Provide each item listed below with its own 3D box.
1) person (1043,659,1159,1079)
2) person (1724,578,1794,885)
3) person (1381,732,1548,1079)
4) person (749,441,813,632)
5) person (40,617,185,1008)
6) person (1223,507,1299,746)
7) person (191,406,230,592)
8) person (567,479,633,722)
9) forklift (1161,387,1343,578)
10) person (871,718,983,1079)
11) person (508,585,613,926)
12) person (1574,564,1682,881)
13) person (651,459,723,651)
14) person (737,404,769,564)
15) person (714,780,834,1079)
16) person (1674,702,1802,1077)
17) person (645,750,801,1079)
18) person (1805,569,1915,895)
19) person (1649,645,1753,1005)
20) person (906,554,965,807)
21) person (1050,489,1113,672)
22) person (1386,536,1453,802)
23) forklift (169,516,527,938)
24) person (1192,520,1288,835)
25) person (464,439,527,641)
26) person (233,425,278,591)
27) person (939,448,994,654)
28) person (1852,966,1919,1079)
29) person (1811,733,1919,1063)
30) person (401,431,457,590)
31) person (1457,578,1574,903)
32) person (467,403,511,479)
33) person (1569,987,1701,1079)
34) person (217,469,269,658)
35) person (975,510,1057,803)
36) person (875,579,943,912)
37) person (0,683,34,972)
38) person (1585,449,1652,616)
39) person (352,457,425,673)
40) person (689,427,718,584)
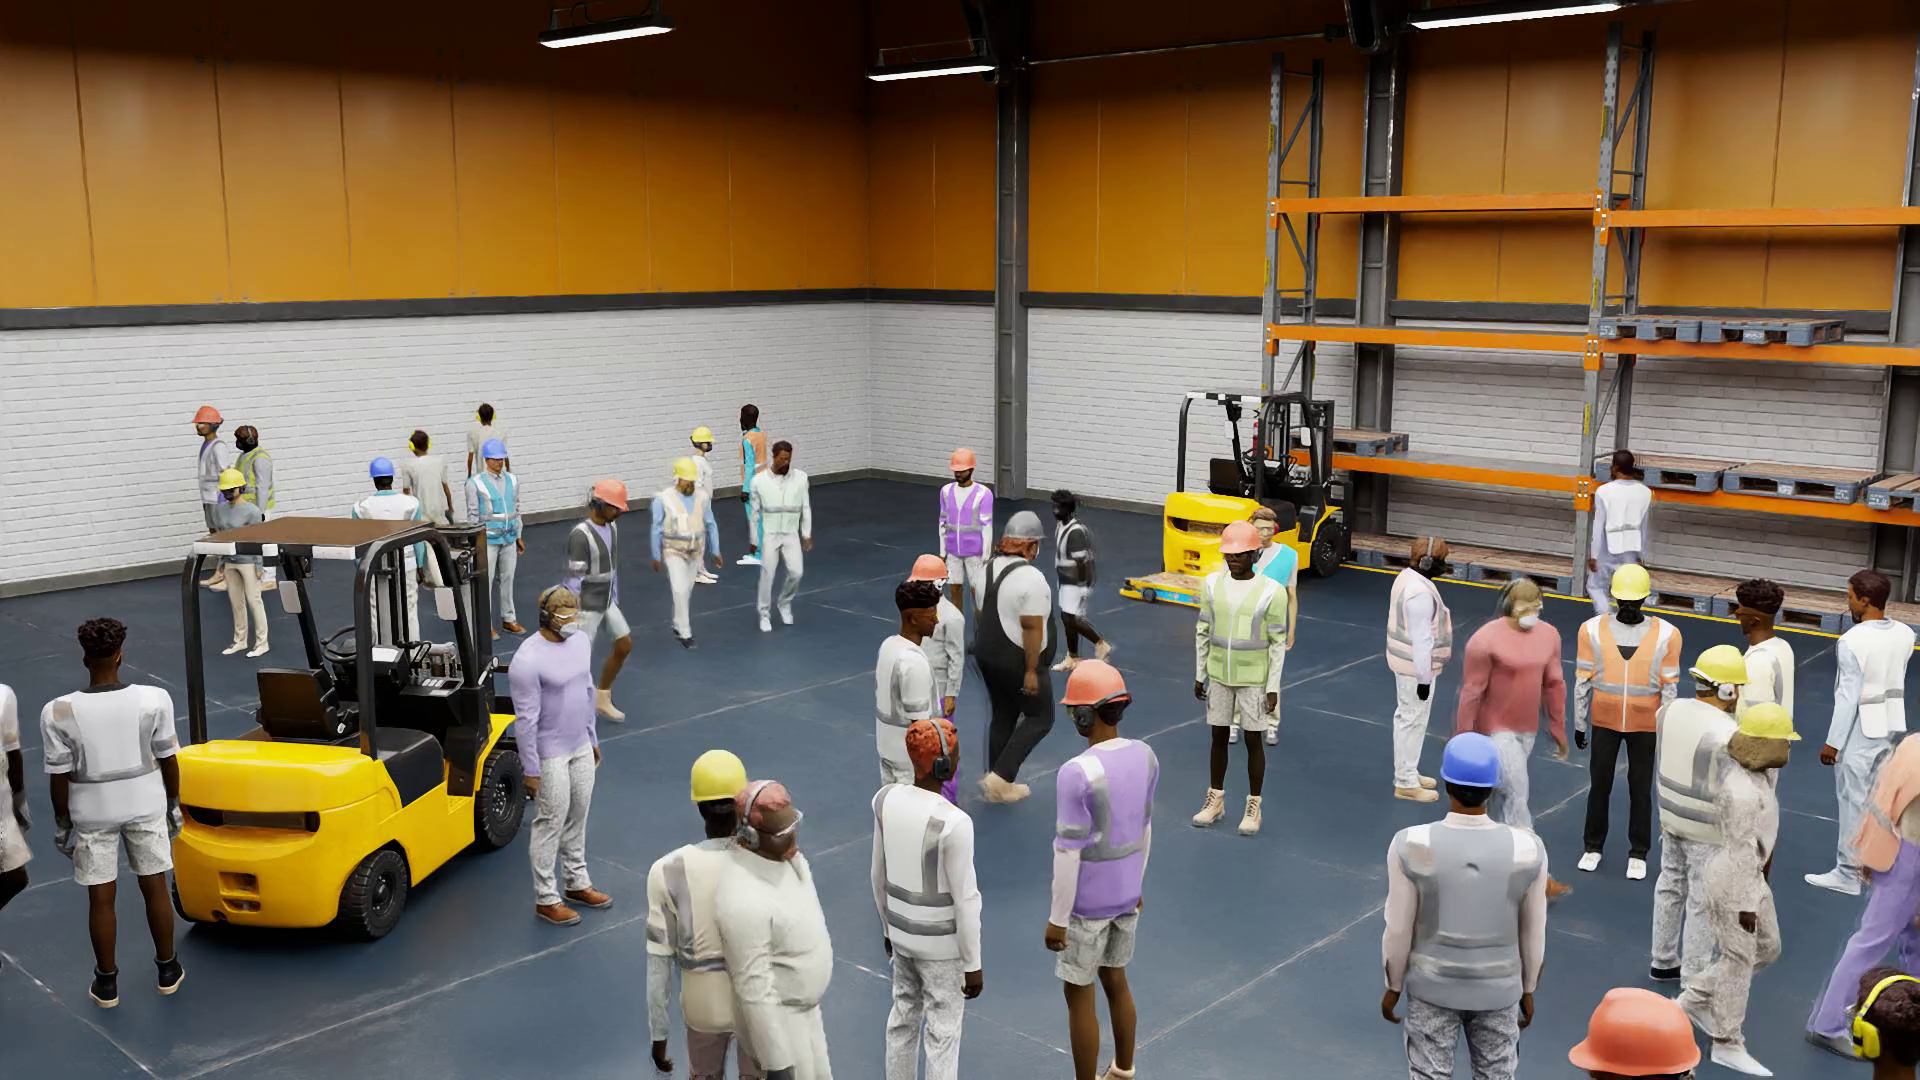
[{"bbox_3d":[0.582,1.514,7.162,0.410,2.029,0.619,9,13,40],"label":"person"},{"bbox_3d":[4.397,1.180,9.235,0.361,1.963,0.618,7,12,36],"label":"person"},{"bbox_3d":[1.918,1.692,6.374,0.605,1.949,0.402,1,10,7],"label":"person"},{"bbox_3d":[-1.775,-0.041,16.388,0.607,1.894,0.461,-4,11,-22],"label":"person"},{"bbox_3d":[-4.197,1.347,8.289,0.602,1.966,0.368,-6,12,-30],"label":"person"},{"bbox_3d":[2.271,0.649,12.650,0.575,1.833,0.392,2,10,10],"label":"person"},{"bbox_3d":[-8.229,-0.459,18.337,0.364,2.048,0.611,-9,13,-40],"label":"person"},{"bbox_3d":[-2.860,0.508,13.004,0.623,1.983,0.726,3,10,17],"label":"person"},{"bbox_3d":[3.298,-0.608,18.767,1.214,2.155,2.313,9,13,42],"label":"forklift"},{"bbox_3d":[-0.119,1.645,6.823,0.345,1.882,0.584,-9,13,-41],"label":"person"},{"bbox_3d":[-2.238,1.191,9.302,0.387,1.928,0.638,4,11,22],"label":"person"},{"bbox_3d":[3.972,1.081,9.955,0.581,1.919,0.393,5,11,25],"label":"person"},{"bbox_3d":[-2.563,0.125,15.724,0.630,1.791,0.769,-8,13,-39],"label":"person"},{"bbox_3d":[-2.468,-0.665,19.880,0.391,1.920,0.593,1,10,7],"label":"person"},{"bbox_3d":[-0.714,1.764,6.213,0.583,1.871,0.694,1,10,3],"label":"person"},{"bbox_3d":[3.586,1.586,7.625,0.369,1.738,0.506,7,12,34],"label":"person"},{"bbox_3d":[-0.872,1.726,6.340,0.616,1.896,0.769,-2,10,-9],"label":"person"},{"bbox_3d":[5.284,1.121,9.718,0.589,1.918,0.392,-6,12,-30],"label":"person"},{"bbox_3d":[3.708,1.417,8.313,0.403,1.821,0.601,-2,10,-14],"label":"person"},{"bbox_3d":[-0.198,0.958,11.104,0.330,1.751,0.563,-7,12,-36],"label":"person"},{"bbox_3d":[1.031,0.367,14.715,0.489,1.674,0.541,-2,10,-11],"label":"person"},{"bbox_3d":[3.137,0.875,11.378,0.429,1.831,0.631,1,10,7],"label":"person"},{"bbox_3d":[-3.583,0.976,9.748,1.214,2.155,2.313,2,10,11],"label":"forklift"},{"bbox_3d":[1.789,0.880,10.729,0.607,2.044,0.372,6,12,31],"label":"person"},{"bbox_3d":[-4.482,-0.014,16.091,0.391,1.948,0.605,7,12,37],"label":"person"},{"bbox_3d":[-7.794,-0.357,18.362,0.430,1.838,0.625,-9,13,-40],"label":"person"},{"bbox_3d":[0.044,0.101,15.491,0.545,1.930,0.387,5,11,26],"label":"person"},{"bbox_3d":[2.469,2.063,4.516,0.506,1.864,0.332,-2,10,-9],"label":"person"},{"bbox_3d":[4.435,1.548,7.696,0.820,1.783,0.595,3,10,17],"label":"person"},{"bbox_3d":[-5.767,-0.276,17.973,0.531,1.809,1.004,-8,13,-37],"label":"person"},{"bbox_3d":[3.259,1.139,9.748,0.639,1.882,0.981,-5,11,-28],"label":"person"},{"bbox_3d":[-5.861,-0.788,20.756,0.533,1.854,0.367,-3,10,-15],"label":"person"},{"bbox_3d":[1.734,2.069,4.295,0.390,1.925,0.550,5,11,27],"label":"person"},{"bbox_3d":[-6.649,0.212,15.353,0.528,1.761,0.339,4,11,24],"label":"person"},{"bbox_3d":[0.387,0.792,11.237,0.544,2.000,0.721,-6,12,-32],"label":"person"},{"bbox_3d":[-0.276,1.180,9.241,0.363,1.962,0.612,-4,11,-19],"label":"person"},{"bbox_3d":[-4.988,1.358,8.320,0.549,1.932,0.644,5,11,27],"label":"person"},{"bbox_3d":[6.147,0.105,15.539,0.617,1.900,0.455,-3,10,-15],"label":"person"},{"bbox_3d":[-5.042,0.235,14.706,0.604,1.939,0.415,-4,11,-23],"label":"person"},{"bbox_3d":[-2.898,-0.395,18.778,0.309,1.769,0.523,-1,10,-4],"label":"person"}]
